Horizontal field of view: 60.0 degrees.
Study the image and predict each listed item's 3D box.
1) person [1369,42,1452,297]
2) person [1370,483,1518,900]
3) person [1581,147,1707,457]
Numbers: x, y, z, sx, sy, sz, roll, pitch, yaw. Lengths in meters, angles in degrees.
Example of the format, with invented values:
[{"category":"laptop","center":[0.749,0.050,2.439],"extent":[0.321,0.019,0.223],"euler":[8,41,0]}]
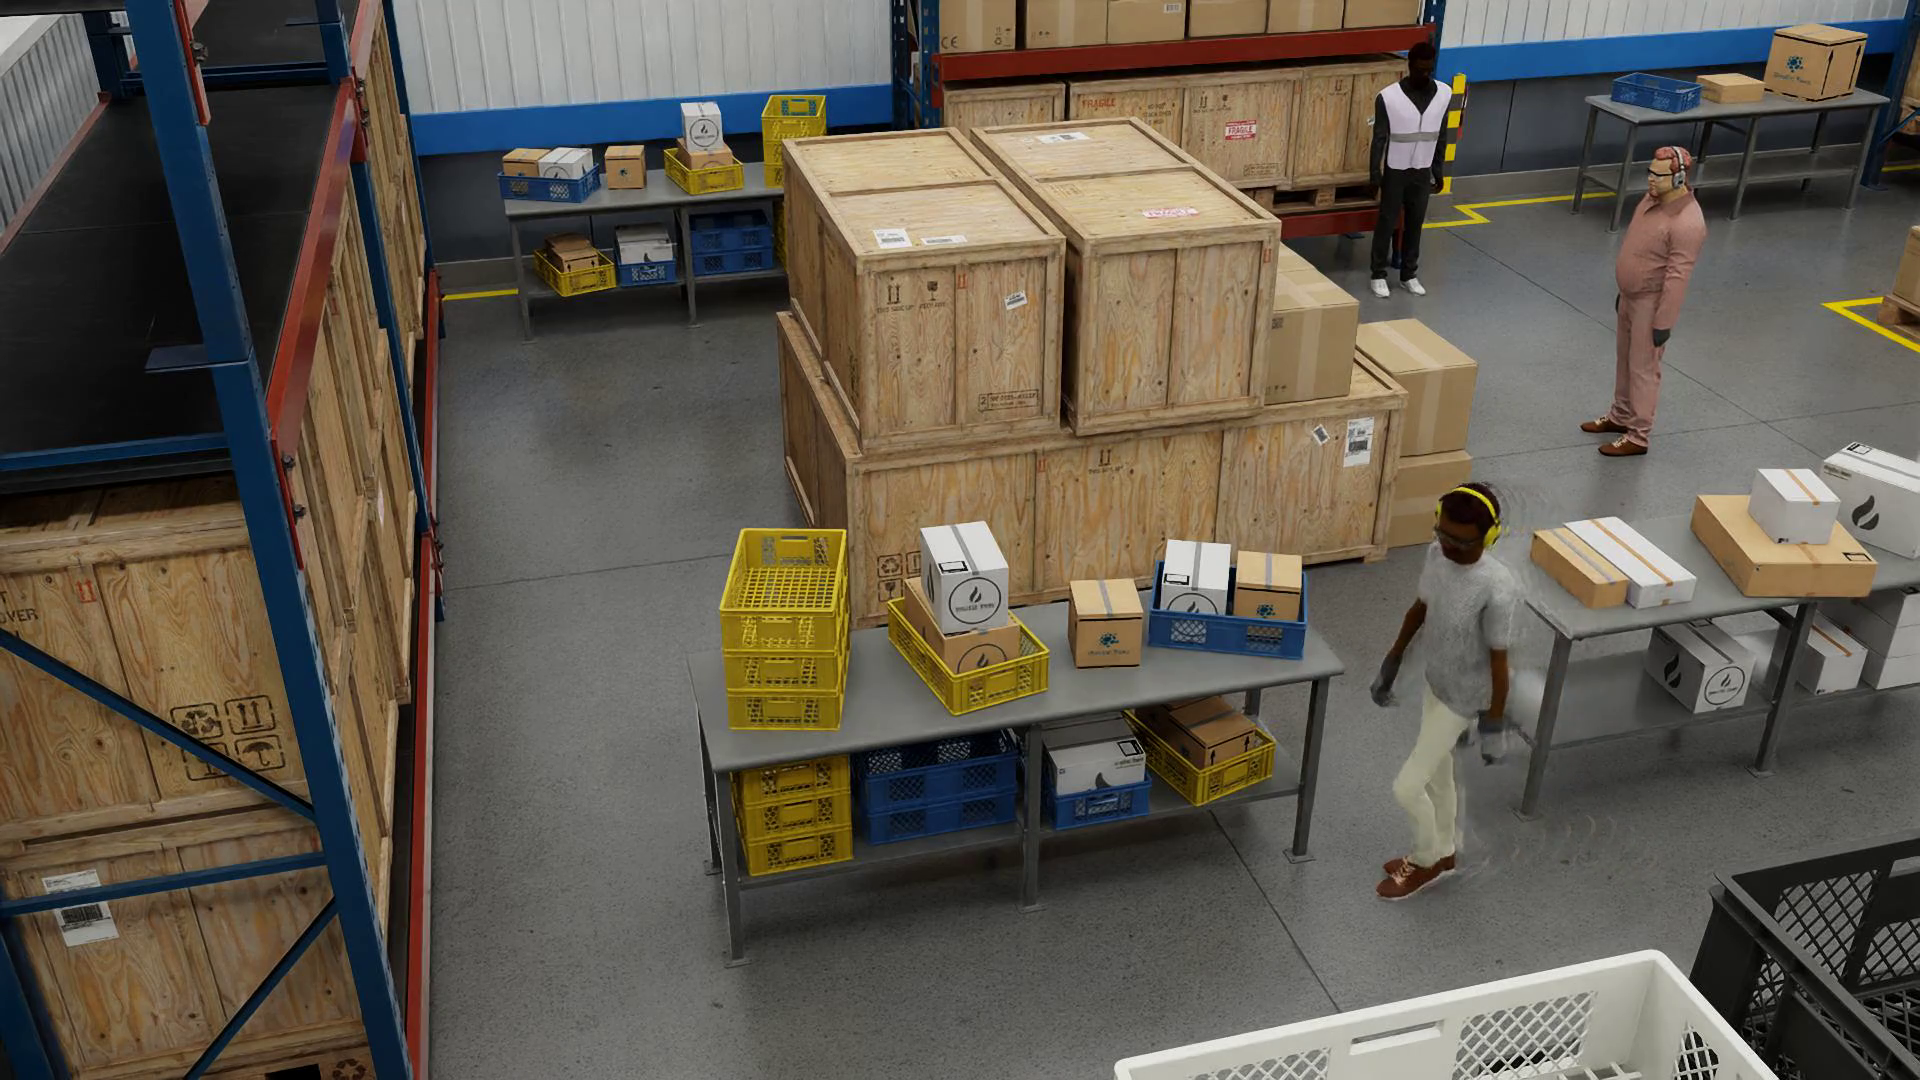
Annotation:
[{"category":"person","center":[3.324,-2.758,12.417],"extent":[0.600,1.906,0.410],"euler":[-7,30,-12]},{"category":"person","center":[1.824,0.603,6.372],"extent":[0.548,1.846,0.587],"euler":[-4,29,-8]},{"category":"person","center":[4.122,-1.429,10.015],"extent":[0.400,1.900,0.648],"euler":[0,29,0]}]
